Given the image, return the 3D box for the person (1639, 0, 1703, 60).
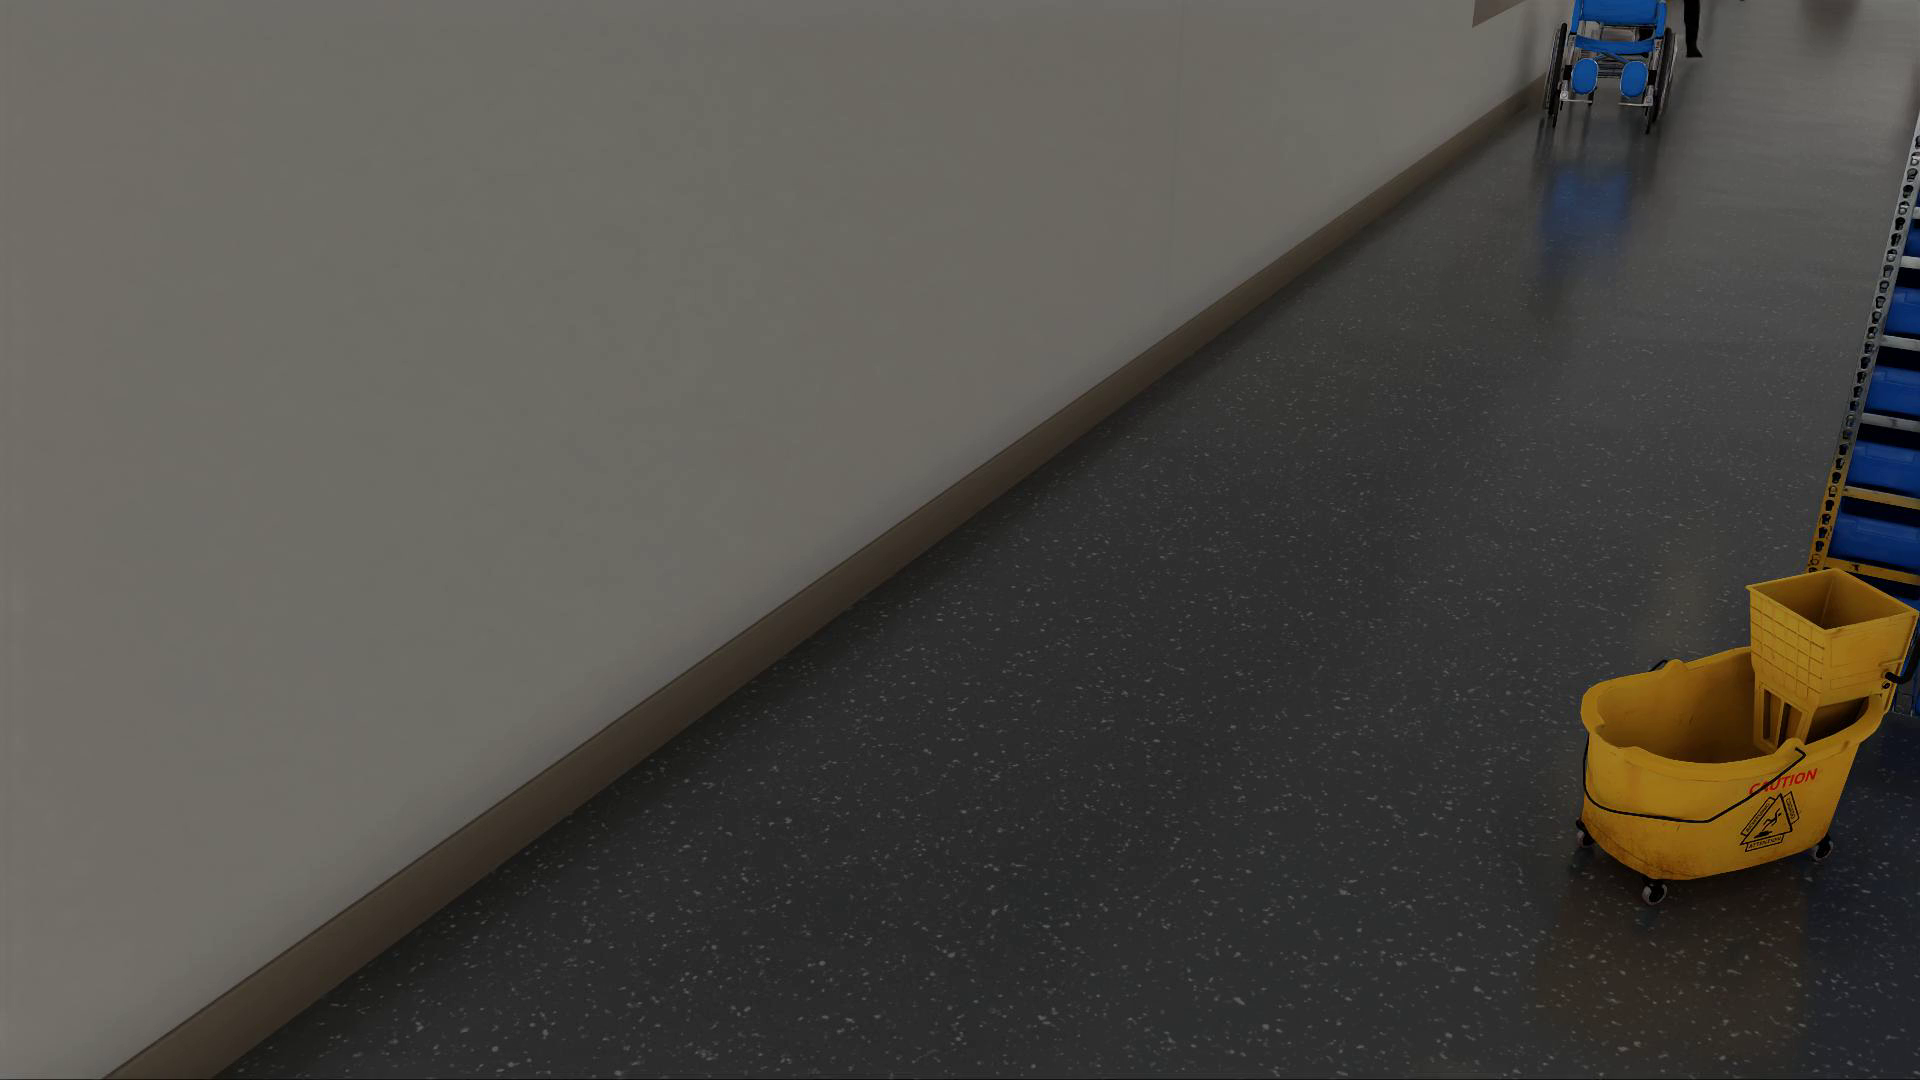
[{"bbox_3d":[5.927,-4.932,13.761,0.772,1.848,0.972,7,27,14],"label":"person"}]
